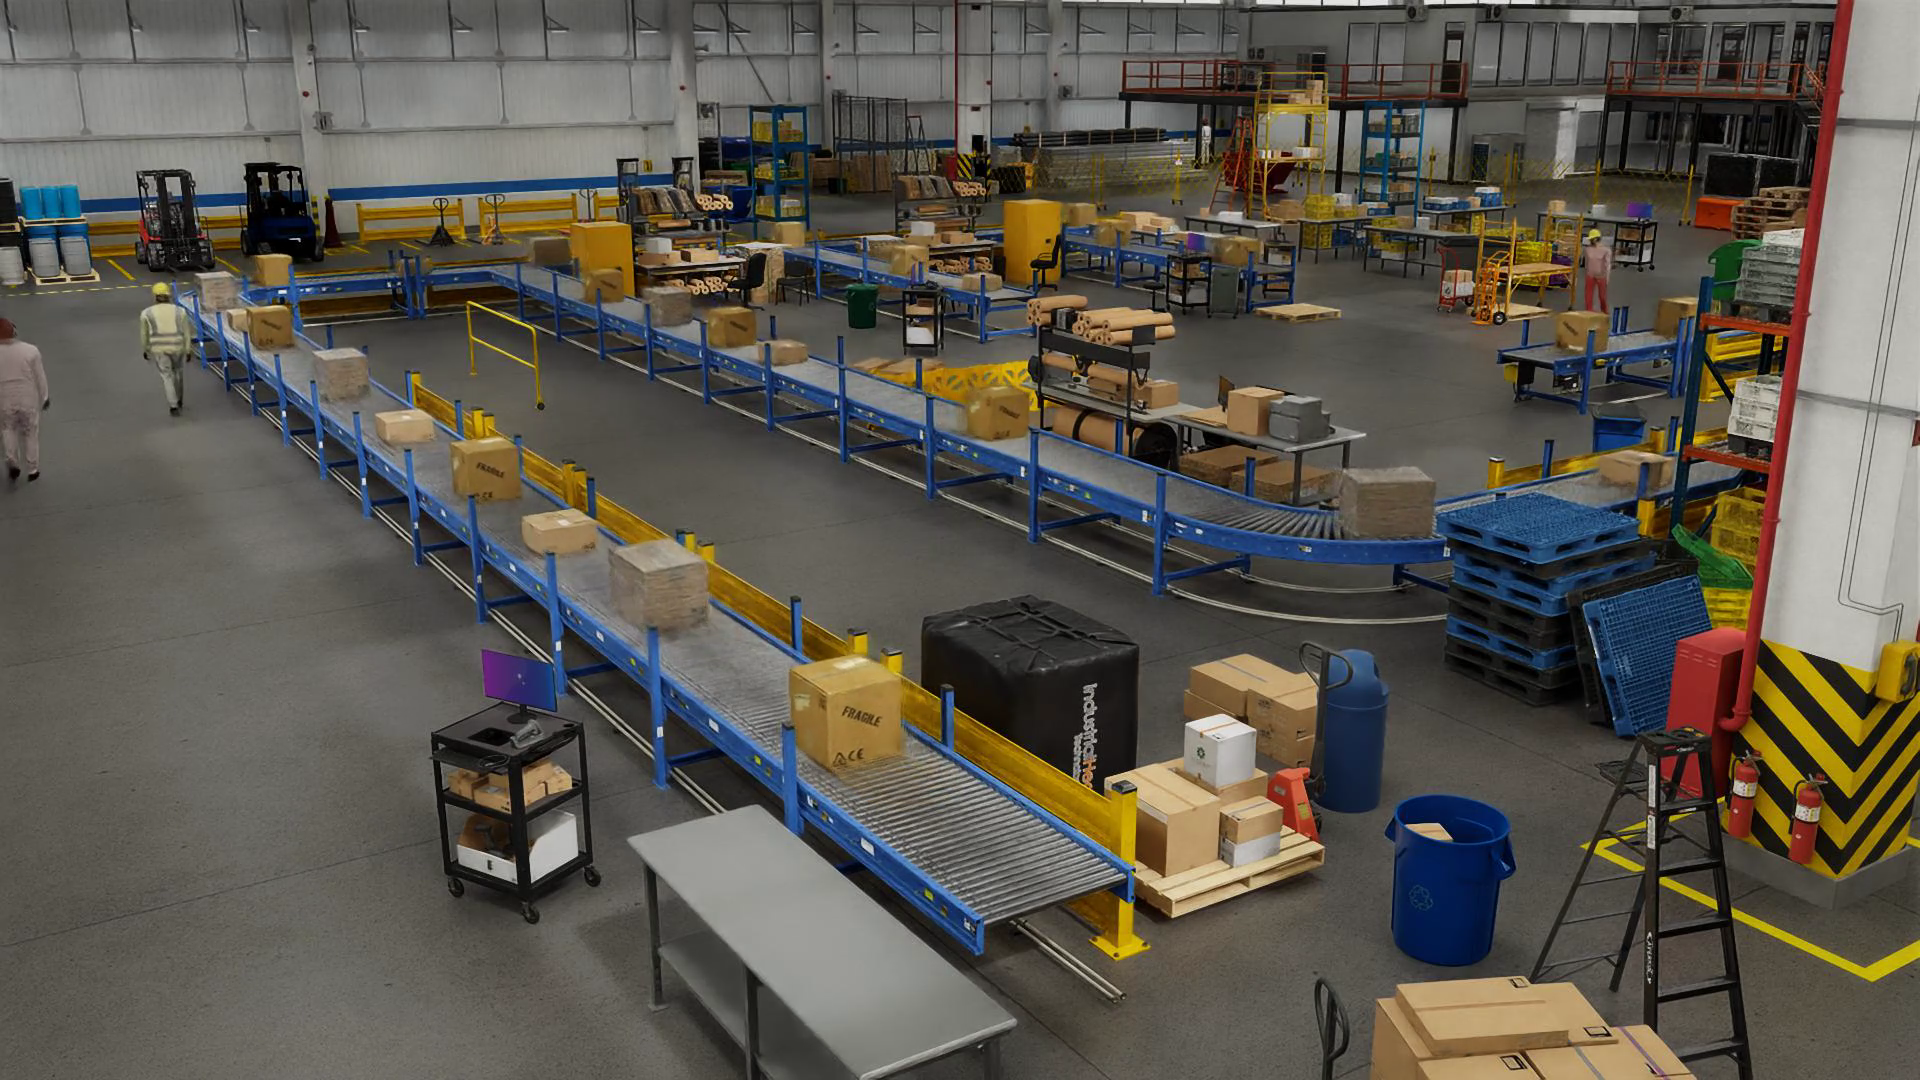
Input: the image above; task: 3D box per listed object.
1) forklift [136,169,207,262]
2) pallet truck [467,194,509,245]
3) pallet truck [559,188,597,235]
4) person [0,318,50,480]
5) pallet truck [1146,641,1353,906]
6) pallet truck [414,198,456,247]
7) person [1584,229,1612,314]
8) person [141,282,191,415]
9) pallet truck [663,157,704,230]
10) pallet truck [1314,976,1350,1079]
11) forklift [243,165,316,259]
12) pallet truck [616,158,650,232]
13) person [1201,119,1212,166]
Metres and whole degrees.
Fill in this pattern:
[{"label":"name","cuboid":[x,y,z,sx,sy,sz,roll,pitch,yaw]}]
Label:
[{"label":"forklift","cuboid":[-17.842,-7.318,37.559,1.157,1.987,2.680,-10,20,-31]},{"label":"pallet truck","cuboid":[-11.983,-8.177,42.137,0.704,1.261,1.522,-11,20,-33]},{"label":"pallet truck","cuboid":[-10.010,-8.652,43.699,0.653,1.274,1.630,-10,20,-31]},{"label":"person","cuboid":[-10.990,-1.649,19.397,0.647,1.884,0.590,-7,18,-22]},{"label":"pallet truck","cuboid":[1.664,1.407,10.232,1.630,1.274,0.653,-10,20,-31]},{"label":"pallet truck","cuboid":[-13.250,-8.060,41.856,0.680,1.201,1.601,-10,20,-31]},{"label":"person","cuboid":[11.518,-4.759,30.041,0.538,1.713,0.886,13,21,36]},{"label":"person","cuboid":[-10.884,-2.631,22.842,0.597,1.792,0.921,-10,20,-31]},{"label":"pallet truck","cuboid":[-7.586,-9.308,44.692,0.823,1.965,1.885,-11,20,-33]},{"label":"pallet truck","cuboid":[2.299,2.390,7.086,1.601,1.201,0.680,-2,17,-7]},{"label":"forklift","cuboid":[-15.898,-7.669,38.708,1.157,1.987,2.680,-11,20,-33]},{"label":"pallet truck","cuboid":[-8.918,-9.176,44.255,0.823,1.965,1.885,-9,19,-27]},{"label":"person","cuboid":[10.003,-16.242,67.965,0.574,1.882,0.356,-11,20,-33]}]
